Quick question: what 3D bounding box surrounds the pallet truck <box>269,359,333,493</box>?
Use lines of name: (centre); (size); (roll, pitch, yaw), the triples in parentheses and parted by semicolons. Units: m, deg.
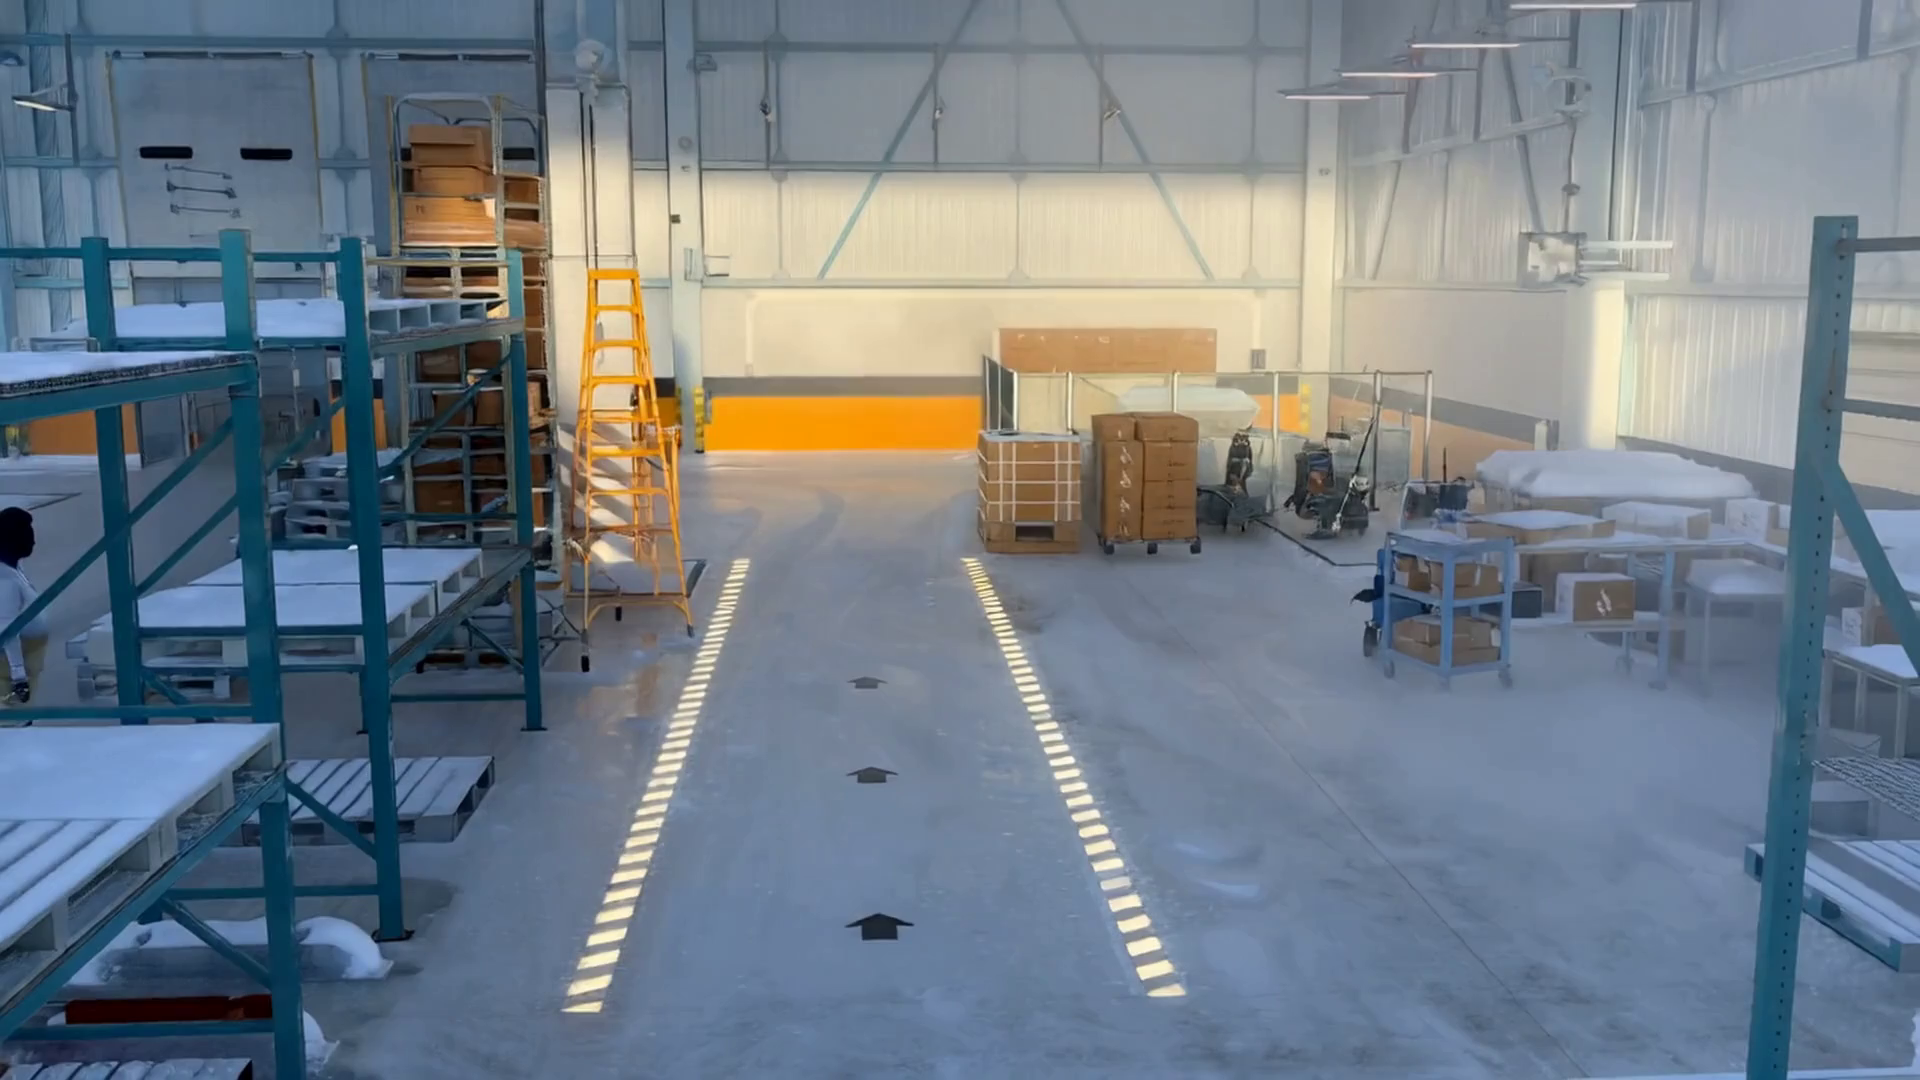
pallet truck: (-7.062, -1.131, 18.996); (1.885, 1.965, 0.823); (2, 9, 13)

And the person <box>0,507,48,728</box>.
person: (-4.922, 0.669, 8.669); (0.322, 1.689, 0.530); (-5, 10, -26)
